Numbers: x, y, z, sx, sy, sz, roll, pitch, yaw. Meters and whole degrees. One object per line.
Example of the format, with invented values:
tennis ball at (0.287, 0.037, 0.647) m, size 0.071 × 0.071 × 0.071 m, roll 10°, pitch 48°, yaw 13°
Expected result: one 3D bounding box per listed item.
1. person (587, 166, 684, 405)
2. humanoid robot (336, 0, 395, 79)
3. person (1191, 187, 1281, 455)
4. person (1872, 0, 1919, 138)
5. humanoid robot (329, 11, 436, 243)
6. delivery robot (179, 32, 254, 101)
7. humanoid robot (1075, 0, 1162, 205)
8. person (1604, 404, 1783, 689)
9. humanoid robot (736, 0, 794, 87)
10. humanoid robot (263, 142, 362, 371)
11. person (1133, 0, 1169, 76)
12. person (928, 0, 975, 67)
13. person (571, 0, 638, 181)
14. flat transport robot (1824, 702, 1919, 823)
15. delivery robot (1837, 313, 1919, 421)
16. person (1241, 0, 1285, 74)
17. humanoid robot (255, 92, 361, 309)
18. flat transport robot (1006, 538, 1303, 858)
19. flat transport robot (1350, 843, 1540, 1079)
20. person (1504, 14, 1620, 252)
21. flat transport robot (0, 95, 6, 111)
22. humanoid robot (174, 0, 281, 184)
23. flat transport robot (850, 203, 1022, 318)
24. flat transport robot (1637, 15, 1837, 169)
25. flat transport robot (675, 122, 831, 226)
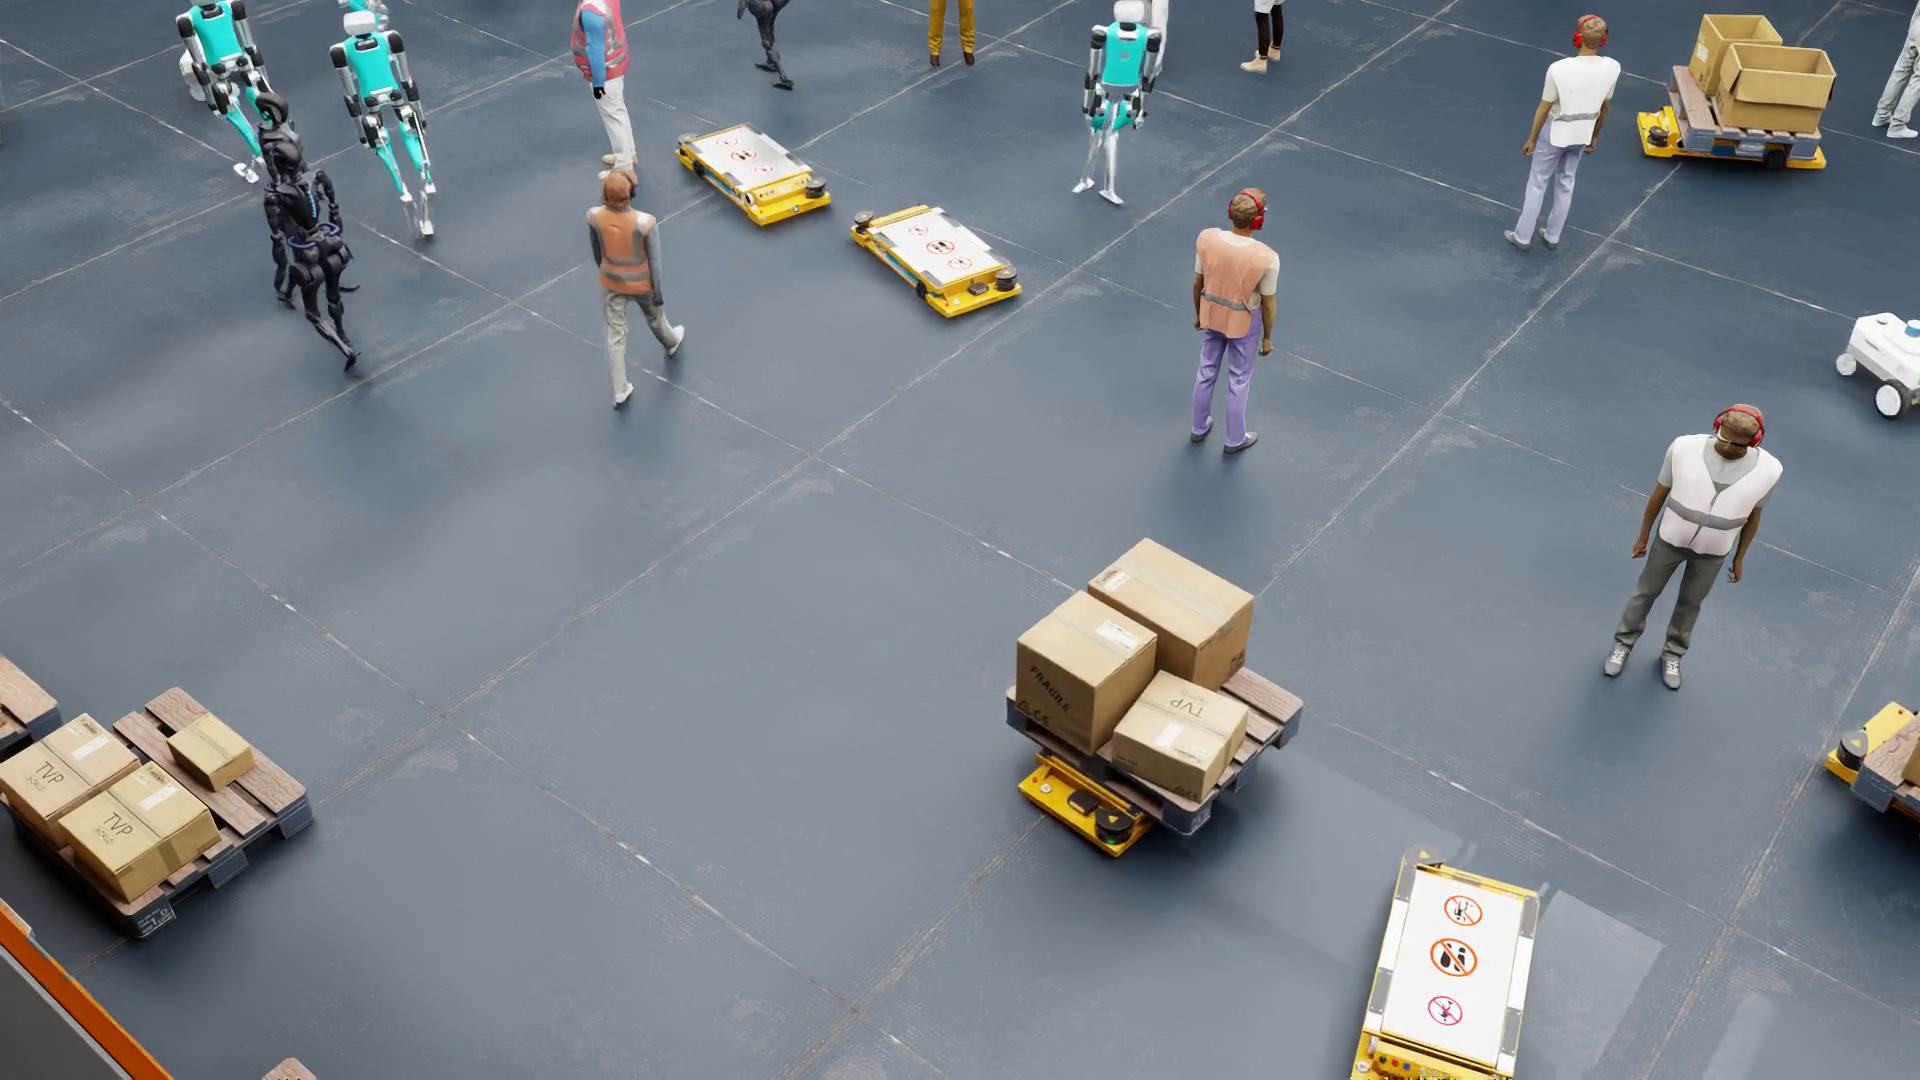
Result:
person at (-2.194, -1.752, 11.116) m, size 0.531 × 1.586 × 0.889 m, roll 8°, pitch 41°, yaw 9°
humanoid robot at (-5.387, -5.035, 14.874) m, size 0.826 × 1.778 × 0.538 m, roll -24°, pitch 46°, yaw -25°
person at (1.701, -1.352, 10.451) m, size 0.563 × 1.846 × 0.391 m, roll 25°, pitch 46°, yaw 26°
person at (8.129, -4.202, 13.893) m, size 0.319 × 1.728 × 0.486 m, roll -11°, pitch 41°, yaw -12°
humanoid robot at (-4.229, -2.960, 12.511) m, size 0.555 × 1.895 × 0.726 m, roll -19°, pitch 44°, yaw -21°
delivery robot at (-6.709, -4.309, 14.909) m, size 0.500 × 0.573 × 0.735 m, roll -3°, pitch 40°, yaw -3°
humanoid robot at (1.200, -3.450, 13.012) m, size 0.605 × 1.782 × 0.848 m, roll 0°, pitch 40°, yaw 0°
person at (3.901, 0.014, 8.850) m, size 0.563 × 1.837 × 0.388 m, roll 13°, pitch 42°, yaw 15°
humanoid robot at (-1.736, -4.861, 14.732) m, size 0.610 × 1.641 × 0.589 m, roll 26°, pitch 47°, yaw 27°
humanoid robot at (-4.363, -1.930, 11.272) m, size 0.585 × 1.655 × 0.601 m, roll 24°, pitch 46°, yaw 26°
person at (1.786, -5.176, 14.951) m, size 0.565 × 1.855 × 0.779 m, roll 21°, pitch 45°, yaw 23°
person at (-0.058, -5.130, 14.976) m, size 0.536 × 1.748 × 0.344 m, roll -5°, pitch 41°, yaw -6°
person at (-2.863, -3.772, 13.313) m, size 0.432 × 1.835 × 0.630 m, roll 0°, pitch 40°, yaw 0°
flat transport robot at (5.260, 1.368, 8.468) m, size 0.659 × 0.231 × 1.431 m, roll -27°, pitch 47°, yaw -28°
delivery robot at (6.385, -1.199, 11.271) m, size 0.499 × 0.598 × 0.791 m, roll -11°, pitch 42°, yaw -13°
person at (2.792, -5.071, 14.949) m, size 0.323 × 1.690 × 0.534 m, roll 21°, pitch 45°, yaw 23°
humanoid robot at (-4.769, -2.426, 11.866) m, size 0.532 × 1.660 × 0.606 m, roll -1°, pitch 40°, yaw -1°
flat transport robot at (1.020, 1.056, 8.835) m, size 0.659 × 0.231 × 1.431 m, roll 30°, pitch 49°, yaw 31°
flat transport robot at (2.249, 2.055, 7.660) m, size 0.659 × 0.231 × 1.431 m, roll 14°, pitch 42°, yaw 16°
person at (4.510, -2.993, 12.395) m, size 0.576 × 1.830 × 0.413 m, roll -8°, pitch 41°, yaw -9°
flat transport robot at (-8.938, -3.557, 14.262) m, size 0.659 × 0.231 × 1.431 m, roll -32°, pitch 50°, yaw -32°
humanoid robot at (-5.584, -3.445, 12.981) m, size 0.556 × 1.733 × 0.966 m, roll -30°, pitch 49°, yaw -31°
flat transport robot at (-0.198, -2.163, 12.623) m, size 0.659 × 0.231 × 1.431 m, roll -22°, pitch 45°, yaw -24°
flat transport robot at (6.540, -3.426, 14.108) m, size 1.431 × 0.231 × 0.659 m, roll 7°, pitch 41°, yaw 8°
flat transport robot at (-1.716, -3.028, 13.640) m, size 0.659 × 0.231 × 1.431 m, roll -25°, pitch 46°, yaw -26°
